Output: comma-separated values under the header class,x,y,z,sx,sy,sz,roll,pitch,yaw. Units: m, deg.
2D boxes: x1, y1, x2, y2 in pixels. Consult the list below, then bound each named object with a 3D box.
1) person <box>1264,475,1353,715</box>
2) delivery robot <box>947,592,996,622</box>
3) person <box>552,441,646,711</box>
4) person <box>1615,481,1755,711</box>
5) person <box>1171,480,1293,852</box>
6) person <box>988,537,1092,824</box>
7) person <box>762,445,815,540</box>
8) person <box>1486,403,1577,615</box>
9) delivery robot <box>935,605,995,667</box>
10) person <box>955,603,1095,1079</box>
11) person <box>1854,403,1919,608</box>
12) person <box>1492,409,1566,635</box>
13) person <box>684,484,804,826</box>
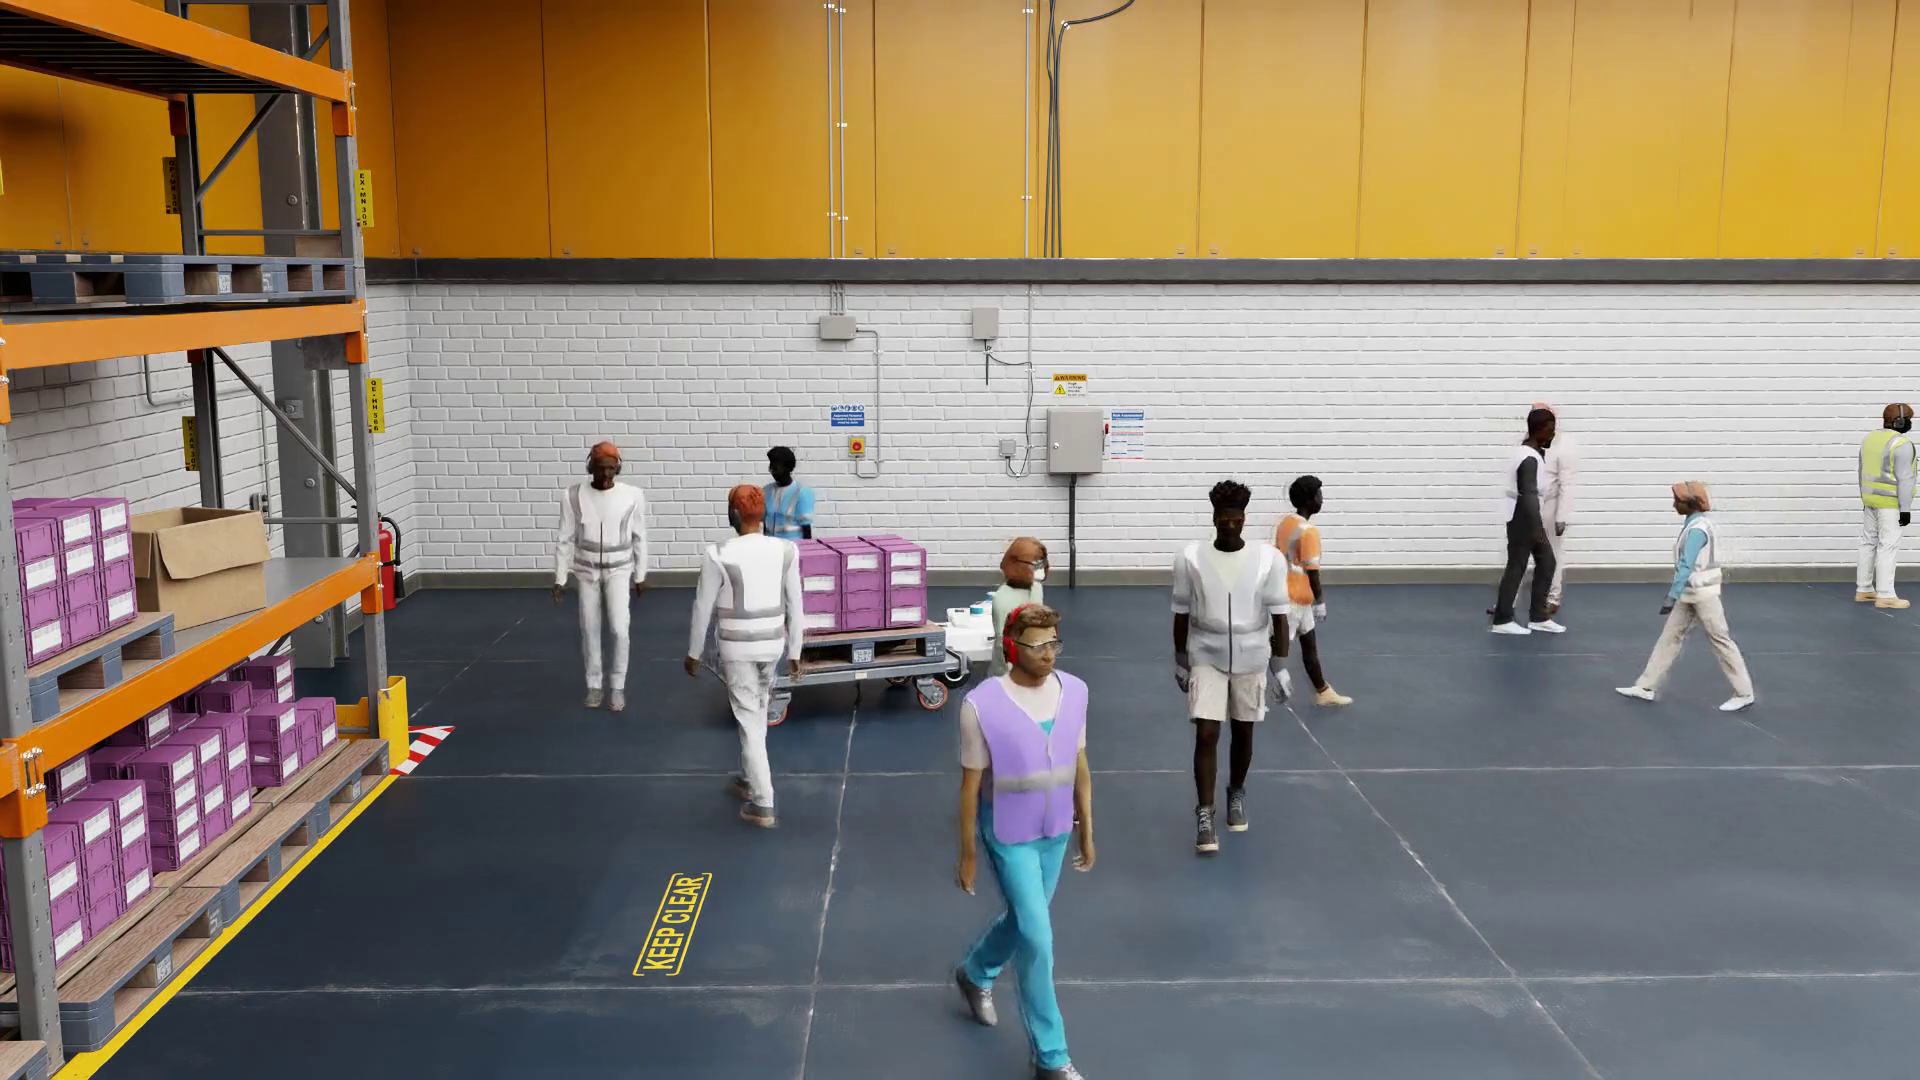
class,x,y,z,sx,sy,sz,roll,pitch,yaw
person,2.262,0.379,11.310,0.880,1.649,0.545,-1,9,-5
delivery robot,0.252,0.643,12.742,0.707,0.478,0.477,0,9,-3
person,-2.471,0.253,11.398,0.624,1.859,0.602,-1,9,-8
person,5.081,0.384,11.464,0.900,1.584,0.523,3,10,16
person,1.422,0.658,8.727,0.630,1.932,0.886,1,9,6
person,0.402,0.780,8.968,0.734,1.601,0.504,6,11,32
person,-1.316,0.079,13.046,0.541,1.674,0.568,7,12,37
person,4.955,-0.244,14.407,0.875,1.873,0.668,-7,12,-36
delivery robot,0.124,0.722,12.257,0.707,0.478,0.477,-2,9,-15
person,0.224,1.109,6.345,0.576,1.812,0.903,-7,12,-37
person,8.358,-0.317,14.977,0.424,1.841,0.634,-1,9,-5
person,4.769,-0.134,13.684,0.727,1.890,0.623,4,10,21
person,-1.223,0.611,9.276,0.593,1.848,0.870,-7,11,-36
